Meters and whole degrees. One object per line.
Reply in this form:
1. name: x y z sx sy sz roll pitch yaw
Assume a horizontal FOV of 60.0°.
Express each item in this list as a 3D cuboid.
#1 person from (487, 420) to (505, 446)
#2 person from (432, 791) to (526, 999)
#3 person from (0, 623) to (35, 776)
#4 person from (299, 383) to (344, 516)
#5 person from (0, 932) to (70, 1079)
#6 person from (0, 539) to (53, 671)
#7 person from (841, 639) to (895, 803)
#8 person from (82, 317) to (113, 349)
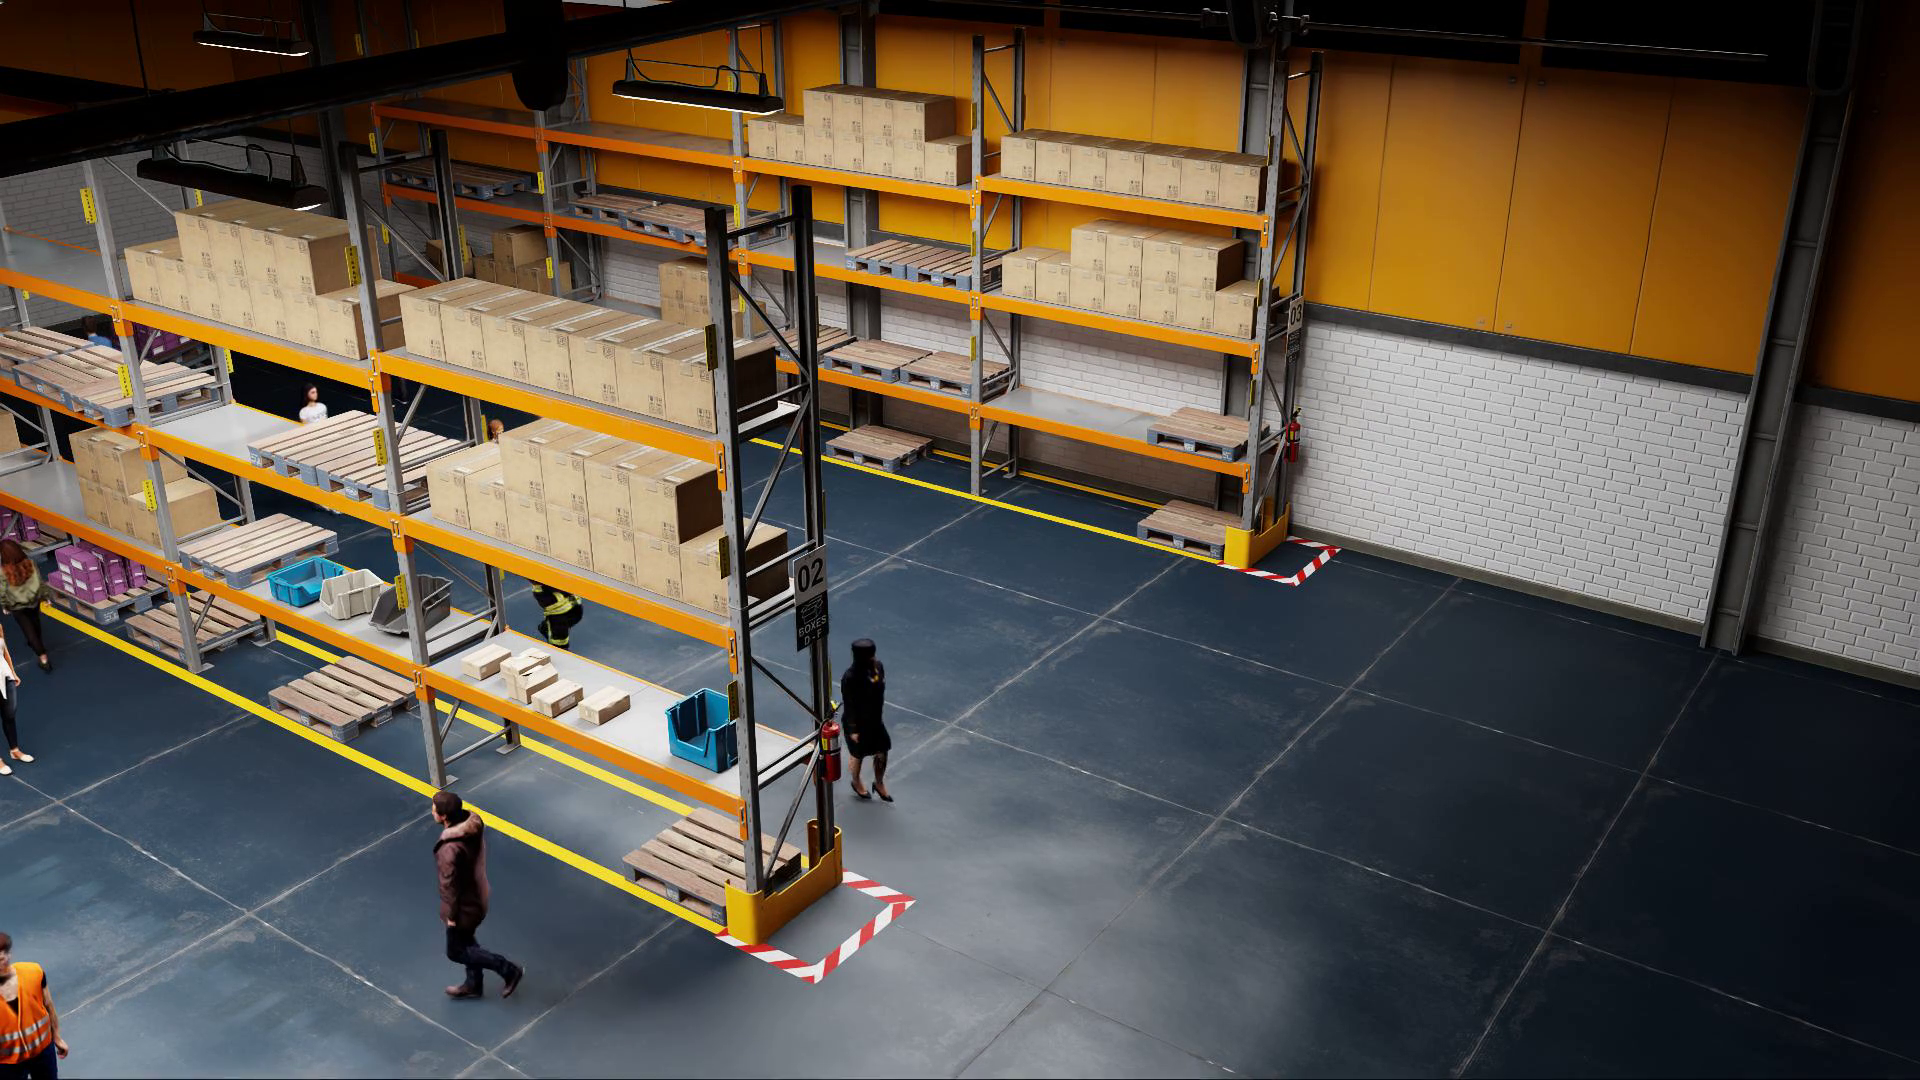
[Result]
1. person: -6.044 -0.948 21.679 0.910 1.275 0.666 9 25 19
2. person: -3.662 2.725 12.586 1.088 1.828 1.017 -1 24 -3
3. person: -9.182 1.352 15.781 0.561 1.785 0.610 11 26 24
4. person: -8.424 -1.196 21.639 0.847 1.761 0.728 8 25 19
5. person: -6.225 3.378 11.026 0.720 1.881 0.690 -21 31 -39
6. person: -9.910 0.713 17.682 0.988 1.434 0.633 18 29 35
7. person: -0.931 1.644 15.273 0.732 1.657 0.748 20 31 39
8. person: -12.480 -2.351 24.229 0.875 1.802 0.672 17 29 34
